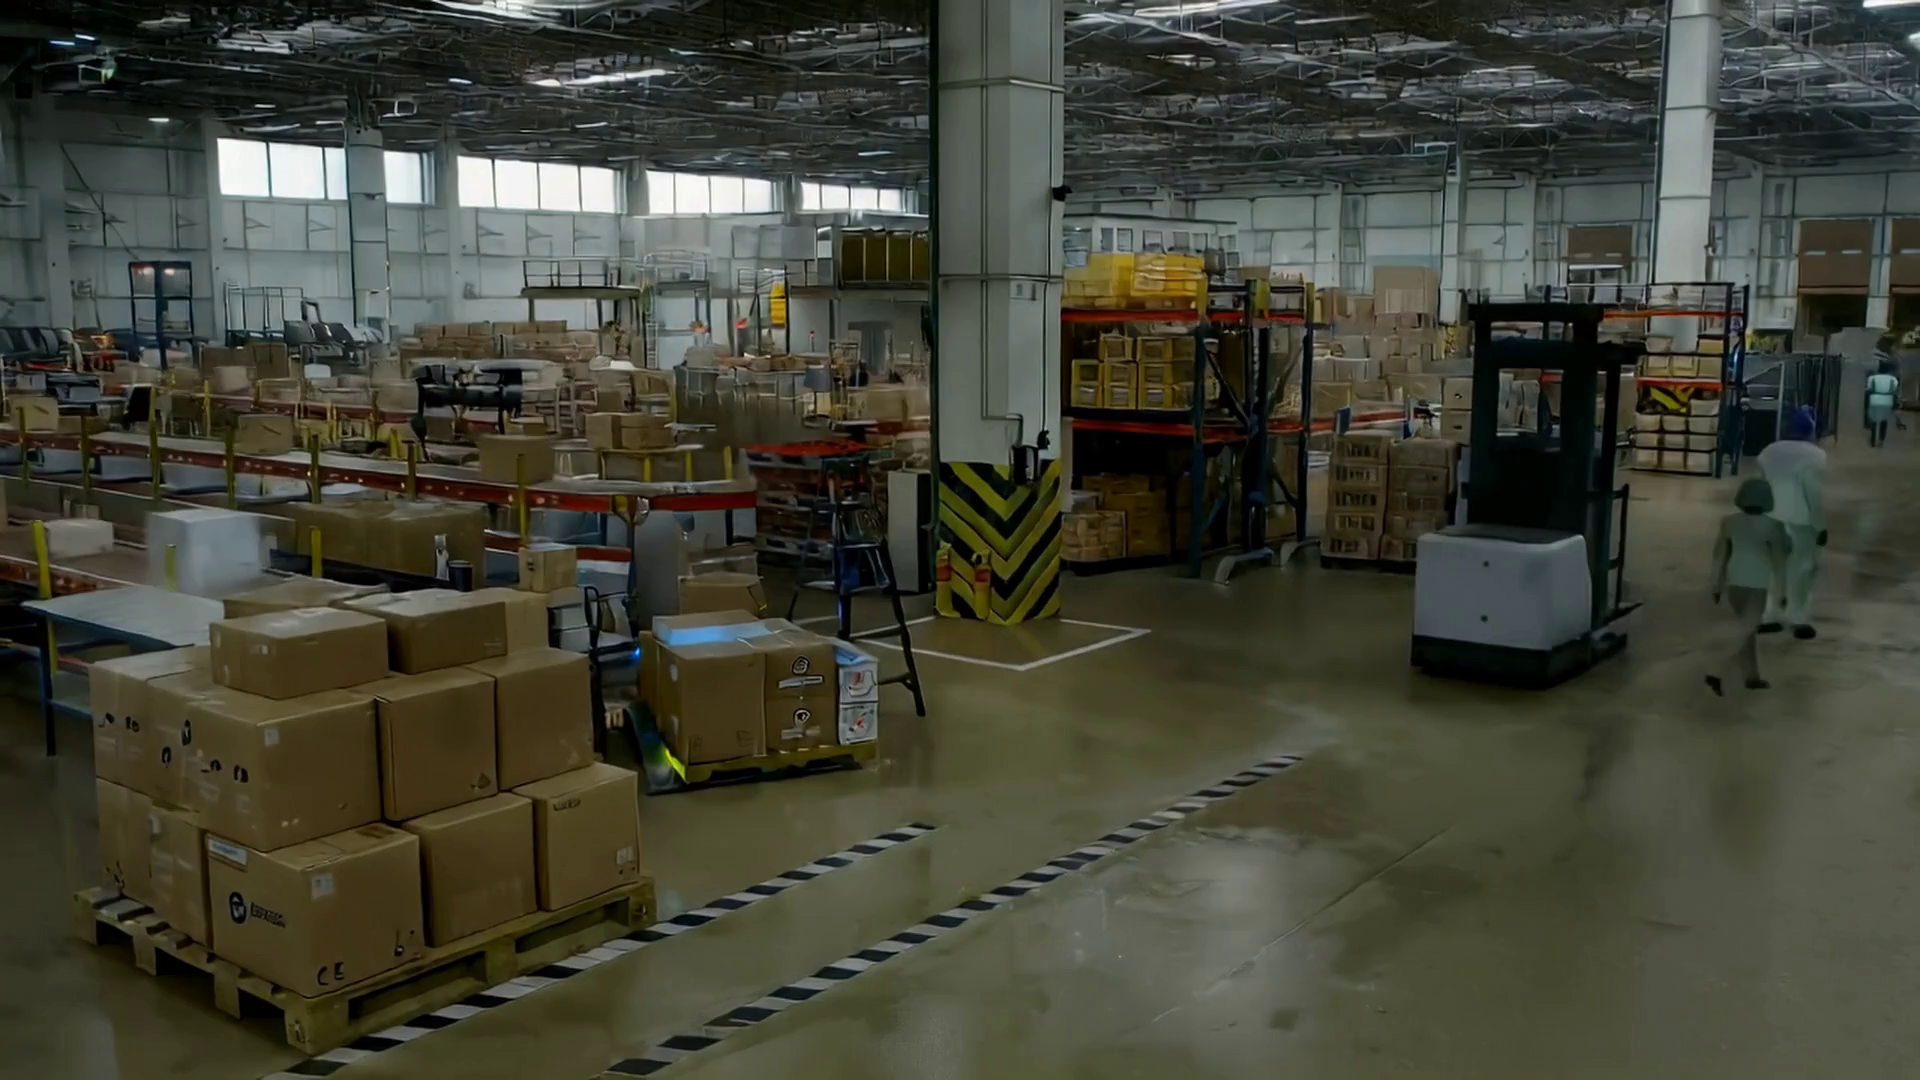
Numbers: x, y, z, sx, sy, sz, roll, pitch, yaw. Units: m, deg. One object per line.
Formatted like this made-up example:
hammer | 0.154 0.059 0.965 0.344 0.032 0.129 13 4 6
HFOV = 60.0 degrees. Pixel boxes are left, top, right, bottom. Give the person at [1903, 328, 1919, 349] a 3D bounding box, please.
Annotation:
person | 28.695 -5.477 50.279 0.644 1.853 1.034 -2 9 -14

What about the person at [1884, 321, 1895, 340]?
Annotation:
person | 33.199 -6.870 59.465 0.414 1.917 0.582 3 9 22

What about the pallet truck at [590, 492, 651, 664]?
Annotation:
pallet truck | -3.115 0.344 12.883 0.653 1.274 1.630 7 11 37

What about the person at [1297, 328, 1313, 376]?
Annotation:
person | 10.956 -5.856 52.822 0.557 1.851 0.402 -1 9 -10

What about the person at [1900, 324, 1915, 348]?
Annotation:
person | 33.063 -6.583 57.806 0.675 1.821 0.654 0 8 -3

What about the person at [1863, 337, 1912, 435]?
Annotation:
person | 18.990 -3.157 33.997 0.697 2.000 1.000 -4 10 -28

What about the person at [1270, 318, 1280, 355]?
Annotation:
person | 13.814 -8.817 72.903 0.431 1.833 0.642 3 9 17

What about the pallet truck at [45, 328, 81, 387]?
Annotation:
pallet truck | -23.775 -4.544 43.495 1.885 1.965 0.823 6 10 35

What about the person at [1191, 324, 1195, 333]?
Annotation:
person | 6.862 -5.421 49.307 0.737 2.021 0.620 7 11 39

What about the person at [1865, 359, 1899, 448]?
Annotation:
person | 17.163 -2.528 30.971 0.539 1.672 0.682 5 10 29

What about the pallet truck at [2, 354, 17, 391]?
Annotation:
pallet truck | -24.881 -4.417 42.634 1.885 1.965 0.823 8 11 41

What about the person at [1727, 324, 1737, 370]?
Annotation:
person | 28.998 -7.239 62.509 0.484 1.745 0.298 -2 9 -12

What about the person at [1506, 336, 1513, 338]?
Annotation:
person | 13.262 -4.009 40.332 0.523 1.865 0.317 -8 12 -43

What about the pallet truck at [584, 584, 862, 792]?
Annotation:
pallet truck | -1.426 0.805 10.019 1.601 1.201 0.680 -4 9 -26

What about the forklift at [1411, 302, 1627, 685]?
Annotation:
forklift | 4.379 -0.438 12.852 1.129 2.768 1.873 7 11 37

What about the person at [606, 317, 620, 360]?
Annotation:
person | -14.993 -8.676 71.750 0.551 1.874 0.606 7 11 38

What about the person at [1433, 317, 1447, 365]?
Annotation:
person | 19.487 -8.077 67.559 0.368 1.932 0.623 -7 11 -39

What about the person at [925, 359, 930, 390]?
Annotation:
person | -0.532 -3.617 38.200 0.536 1.714 0.930 0 8 0

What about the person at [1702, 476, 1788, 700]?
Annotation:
person | 5.610 0.341 11.905 0.804 1.608 0.502 -4 9 -27

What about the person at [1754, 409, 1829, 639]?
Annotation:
person | 6.999 -0.138 14.049 0.396 1.919 0.644 -5 10 -33
